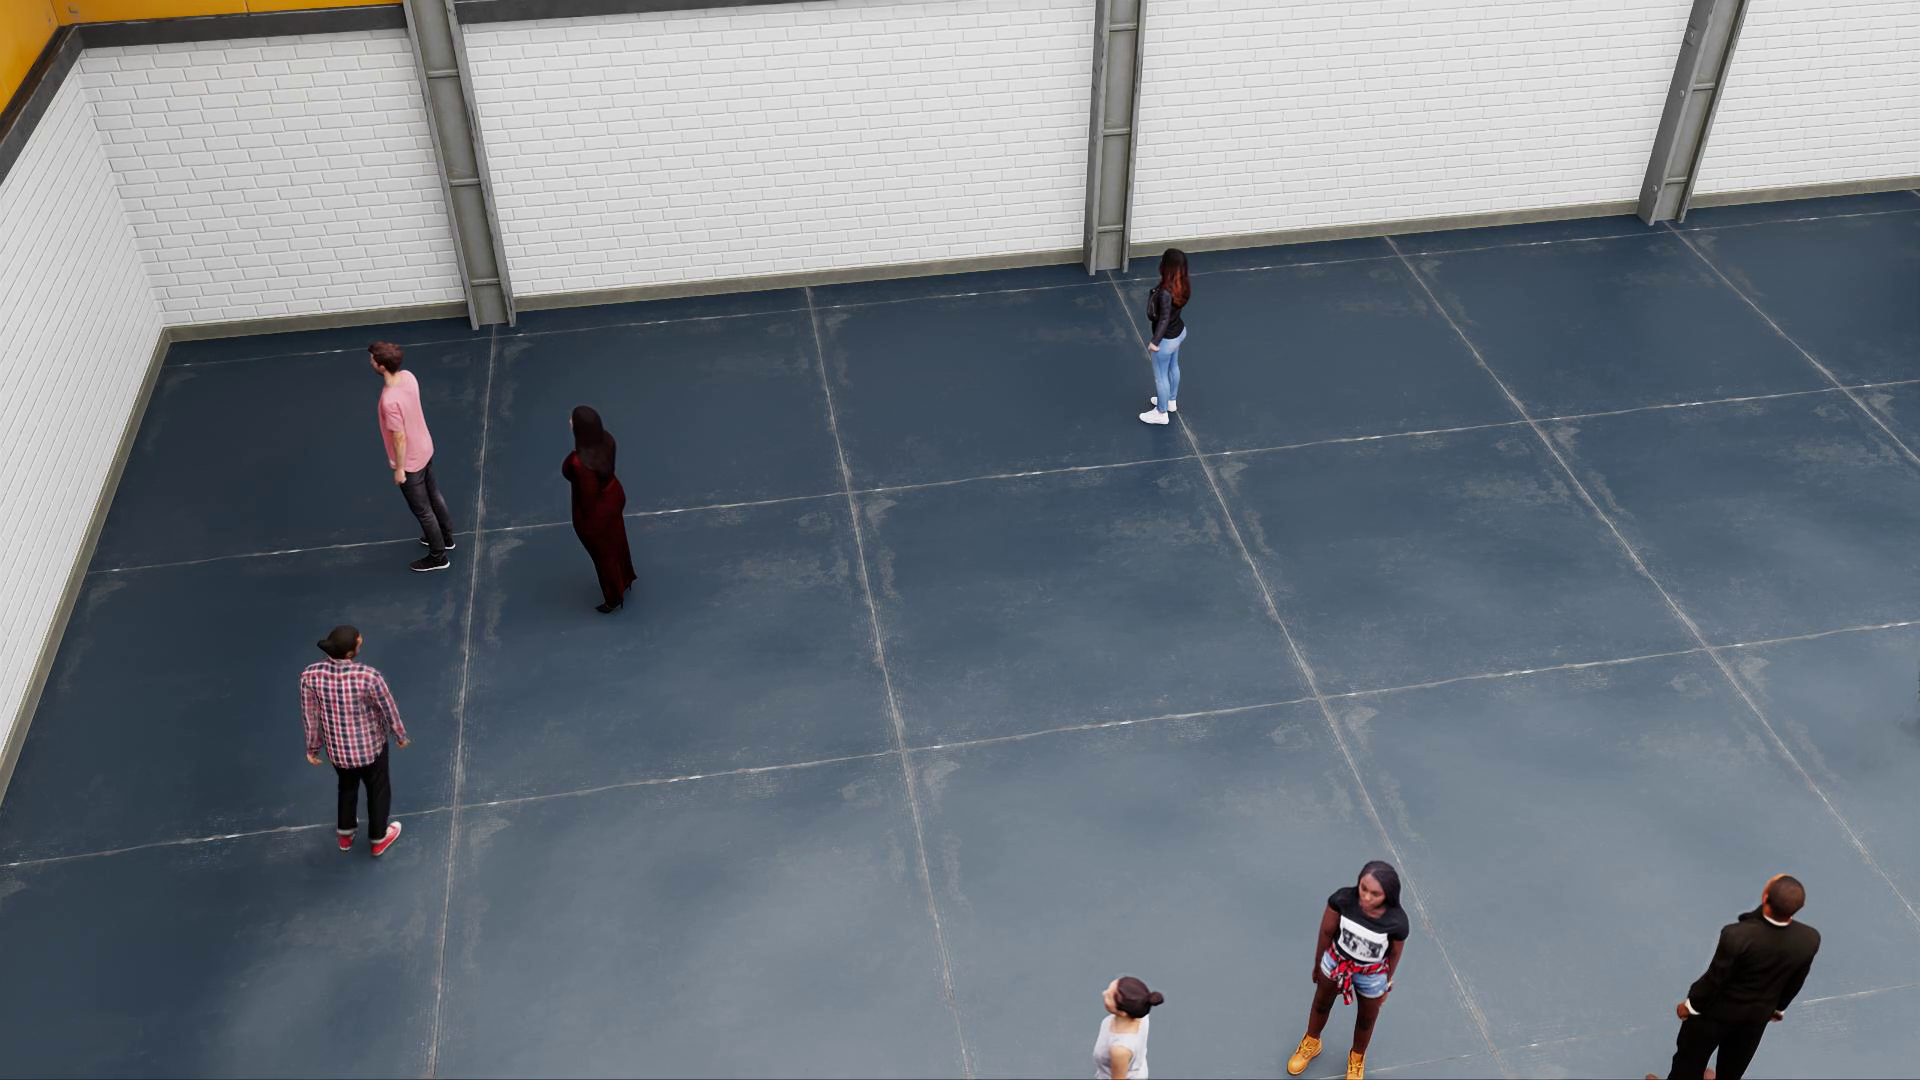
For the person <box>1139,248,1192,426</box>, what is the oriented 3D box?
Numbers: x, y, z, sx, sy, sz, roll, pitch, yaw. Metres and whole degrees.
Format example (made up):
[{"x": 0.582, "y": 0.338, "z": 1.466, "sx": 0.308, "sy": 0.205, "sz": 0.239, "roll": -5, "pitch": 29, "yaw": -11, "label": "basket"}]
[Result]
[{"x": 1.762, "y": -1.745, "z": 14.128, "sx": 0.761, "sy": 1.634, "sz": 0.728, "roll": 18, "pitch": 42, "yaw": 21, "label": "person"}]

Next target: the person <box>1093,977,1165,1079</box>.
[{"x": 0.827, "y": 2.757, "z": 8.518, "sx": 0.681, "sy": 1.600, "sz": 0.659, "roll": 11, "pitch": 40, "yaw": 13, "label": "person"}]

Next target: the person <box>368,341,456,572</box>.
[{"x": -4.109, "y": -0.636, "z": 12.479, "sx": 0.598, "sy": 1.958, "sz": 0.670, "roll": 0, "pitch": 39, "yaw": 1, "label": "person"}]

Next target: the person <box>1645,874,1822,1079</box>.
[{"x": 4.055, "y": 2.418, "z": 8.699, "sx": 0.597, "sy": 1.904, "sz": 0.801, "roll": 0, "pitch": 39, "yaw": 0, "label": "person"}]

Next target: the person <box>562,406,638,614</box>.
[{"x": -2.623, "y": -0.241, "z": 12.146, "sx": 0.717, "sy": 1.757, "sz": 0.738, "roll": 6, "pitch": 39, "yaw": 8, "label": "person"}]

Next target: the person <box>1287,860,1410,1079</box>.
[{"x": 2.123, "y": 2.324, "z": 8.957, "sx": 0.703, "sy": 1.729, "sz": 0.780, "roll": 17, "pitch": 42, "yaw": 20, "label": "person"}]

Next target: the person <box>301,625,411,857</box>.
[{"x": -3.766, "y": 1.282, "z": 10.260, "sx": 0.643, "sy": 1.732, "sz": 0.852, "roll": -6, "pitch": 39, "yaw": -7, "label": "person"}]
